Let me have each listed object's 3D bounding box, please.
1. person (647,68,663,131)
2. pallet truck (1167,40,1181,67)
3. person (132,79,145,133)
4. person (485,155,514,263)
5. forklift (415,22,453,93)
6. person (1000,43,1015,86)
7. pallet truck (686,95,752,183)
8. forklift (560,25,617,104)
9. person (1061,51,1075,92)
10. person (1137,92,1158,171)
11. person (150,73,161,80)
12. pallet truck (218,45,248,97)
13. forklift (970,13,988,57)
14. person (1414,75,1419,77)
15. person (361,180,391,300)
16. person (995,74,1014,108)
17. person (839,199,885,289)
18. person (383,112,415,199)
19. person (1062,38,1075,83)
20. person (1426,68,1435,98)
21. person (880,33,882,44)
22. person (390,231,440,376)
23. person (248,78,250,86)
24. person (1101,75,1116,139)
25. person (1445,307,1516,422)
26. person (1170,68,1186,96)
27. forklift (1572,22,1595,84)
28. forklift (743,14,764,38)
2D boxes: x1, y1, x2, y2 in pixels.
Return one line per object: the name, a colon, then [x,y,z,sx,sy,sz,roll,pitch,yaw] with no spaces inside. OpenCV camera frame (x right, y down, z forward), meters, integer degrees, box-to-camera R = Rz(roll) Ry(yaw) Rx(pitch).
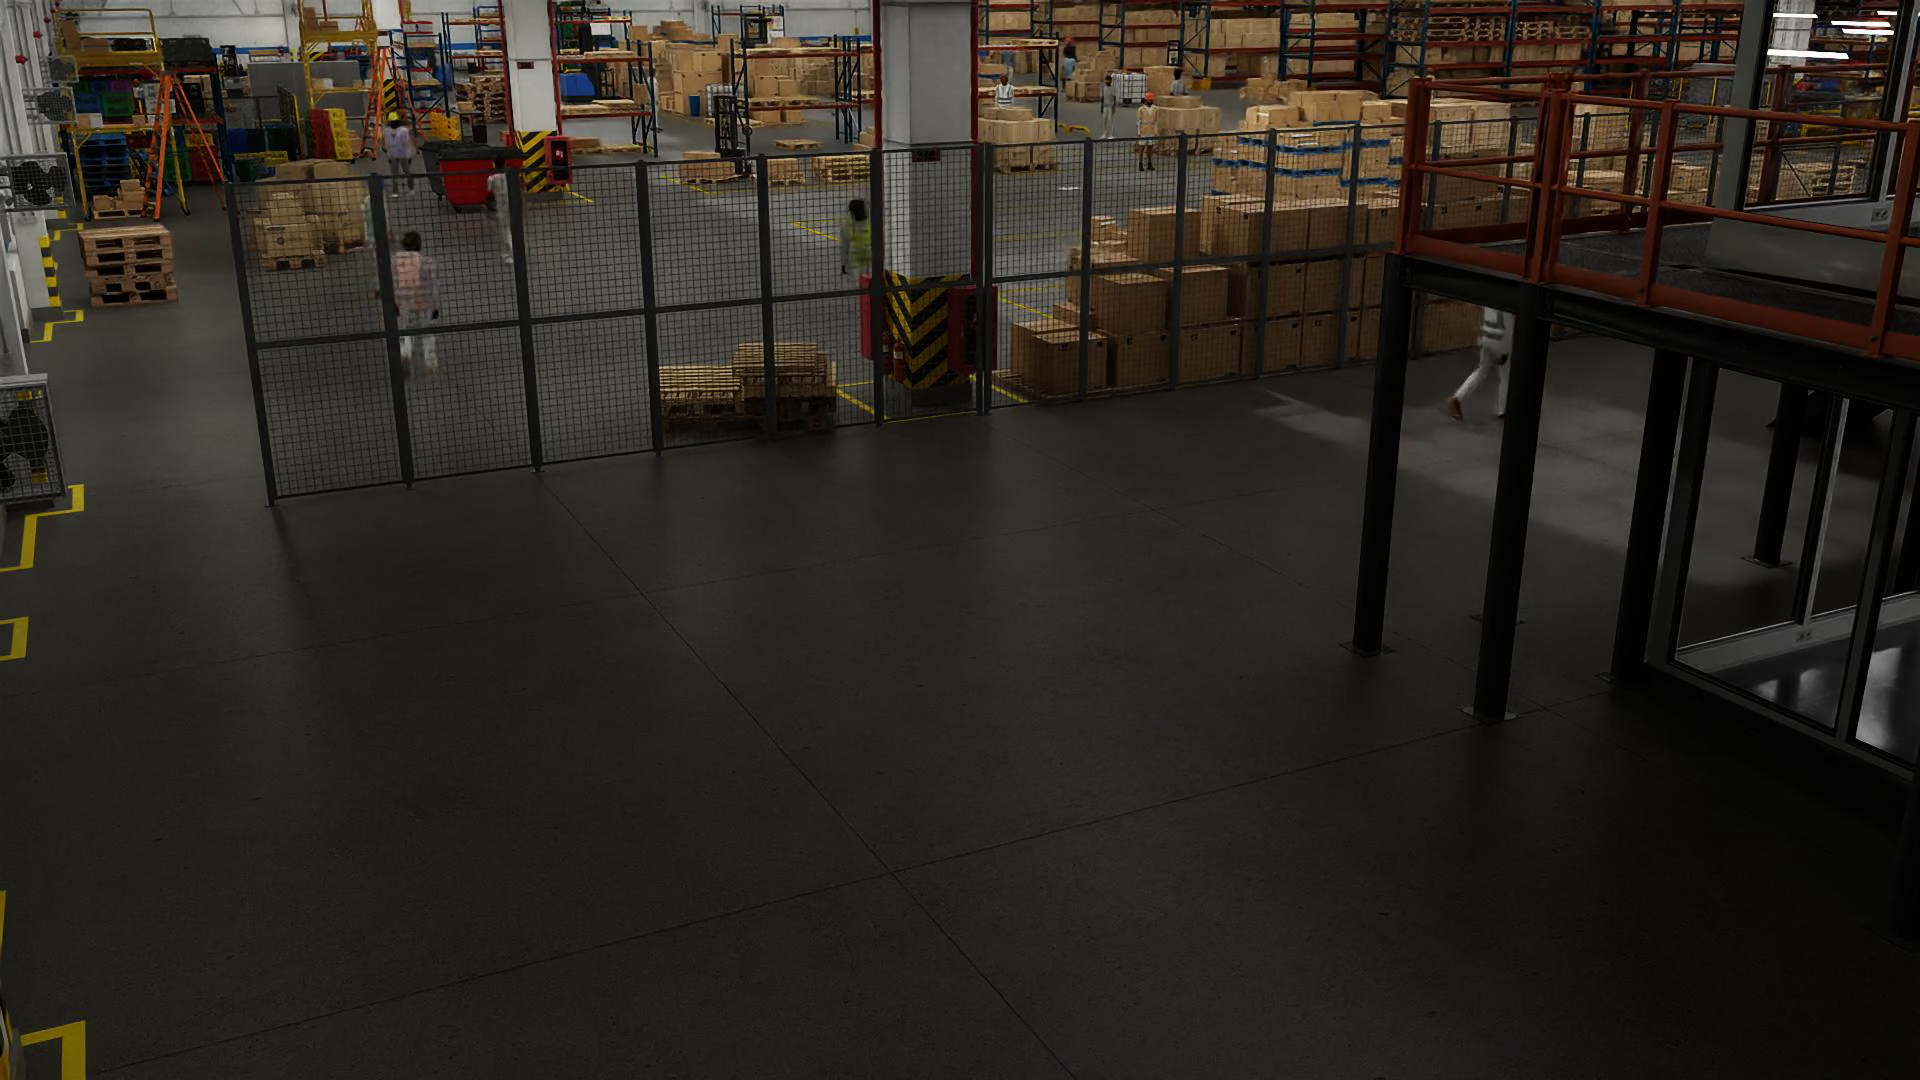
person: [-9.590,-13.806,52.114,0.372,1.940,0.629,-10,22,-28]
pallet truck: [9.045,-19.971,69.895,0.823,1.965,1.885,-3,19,-8]
person: [-25.375,-13.404,51.414,0.526,1.631,0.319,5,20,14]
person: [-8.013,-5.764,28.946,0.545,1.838,0.819,-17,25,-40]
forklift: [-21.545,-19.432,67.000,1.129,2.768,1.873,7,20,20]
person: [1.987,-19.575,68.835,0.627,1.941,0.370,3,19,10]
pallet truck: [-5.836,-9.608,39.856,0.823,1.965,1.885,10,22,27]
forklift: [-14.056,-17.891,62.534,1.873,2.768,1.129,-9,21,-25]
person: [4.432,-19.132,67.951,0.560,1.675,0.378,6,20,17]
person: [4.731,-10.283,41.903,0.562,1.934,0.377,-8,20,-21]
person: [-25.778,-14.332,53.691,0.592,1.898,0.881,-18,26,-41]
pallet truck: [-28.879,-18.665,66.111,0.823,1.965,1.885,-3,19,-9]
forklift: [0.510,-23.960,80.124,1.129,2.768,1.873,-9,21,-25]
person: [14.015,-13.391,51.186,0.524,1.759,0.337,-17,25,-40]
person: [-8.982,-4.697,25.779,0.436,1.898,0.778,2,19,5]
person: [1.324,-12.962,49.748,0.583,1.882,0.337,7,20,19]
person: [-1.398,-4.011,23.949,0.652,1.793,0.676,3,19,9]
person: [-12.539,-8.626,37.200,0.608,1.879,1.000,1,19,3]
person: [4.788,-21.071,73.196,0.637,1.917,1.062,-6,20,-16]
person: [16.091,-15.374,57.109,0.520,1.639,0.312,-16,25,-39]
person: [-3.773,-23.951,81.537,0.542,1.928,0.375,7,20,19]
person: [-6.802,-2.933,20.760,0.630,1.828,0.666,0,19,1]
person: [-23.784,-15.139,56.340,0.537,1.683,0.460,-6,20,-17]
person: [4.437,-12.941,49.732,0.506,1.861,0.337,14,24,35]
person: [5.946,-2.208,18.622,0.859,1.856,0.585,-7,20,-20]
person: [6.827,-13.722,51.906,0.614,1.931,0.851,-17,25,-40]
forklift: [24.919,-19.251,66.476,1.873,2.768,1.129,-9,21,-25]
forklift: [-9.687,-23.327,78.290,1.129,2.768,1.873,-9,21,-25]
